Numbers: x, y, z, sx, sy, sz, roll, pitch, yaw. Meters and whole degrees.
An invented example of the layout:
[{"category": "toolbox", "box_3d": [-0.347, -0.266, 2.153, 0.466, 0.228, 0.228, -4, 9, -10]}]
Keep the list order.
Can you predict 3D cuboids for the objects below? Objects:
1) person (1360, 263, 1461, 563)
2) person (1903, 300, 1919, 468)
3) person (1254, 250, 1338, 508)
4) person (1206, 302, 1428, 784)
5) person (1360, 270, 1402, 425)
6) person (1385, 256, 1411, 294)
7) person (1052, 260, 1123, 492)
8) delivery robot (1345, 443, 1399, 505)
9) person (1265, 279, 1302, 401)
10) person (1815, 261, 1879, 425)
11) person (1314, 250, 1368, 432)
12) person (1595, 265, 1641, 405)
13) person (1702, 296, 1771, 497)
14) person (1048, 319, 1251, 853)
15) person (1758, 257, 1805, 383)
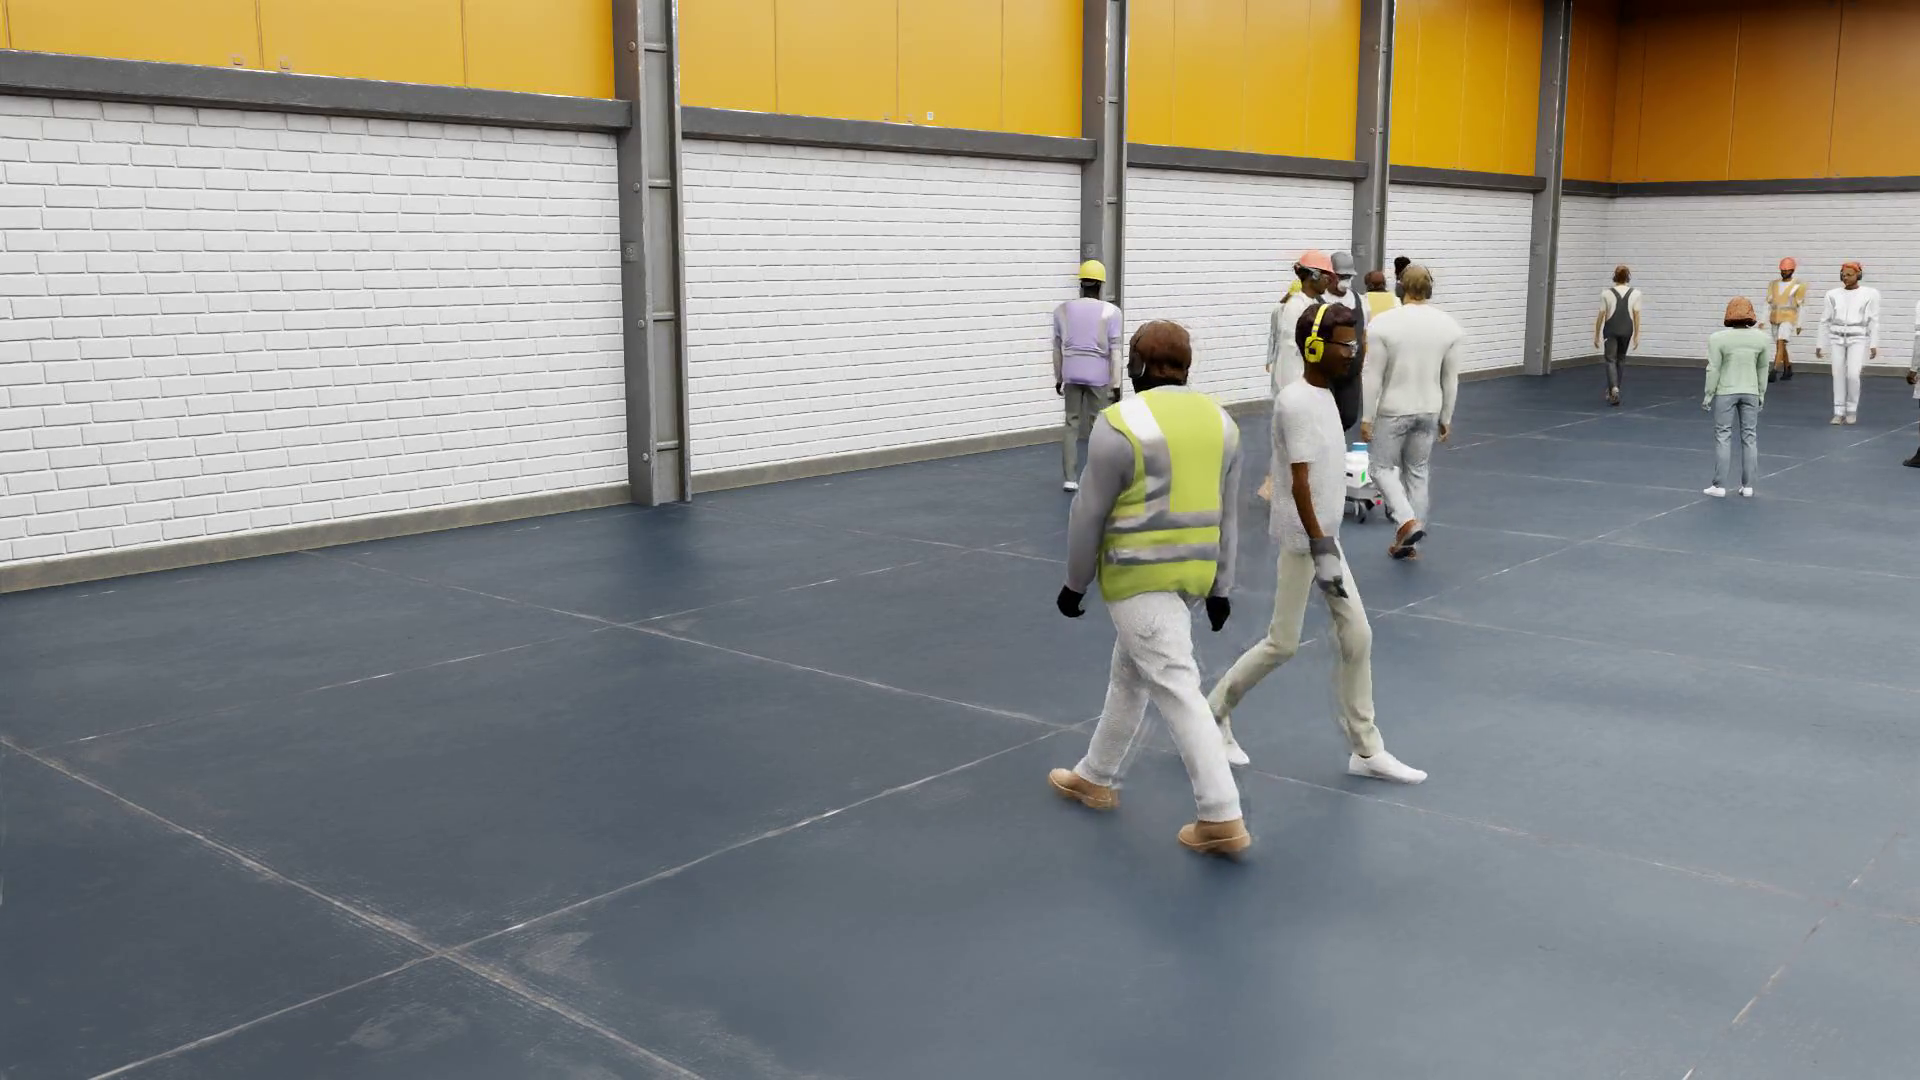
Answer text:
[{"category": "person", "box_3d": [2.872, -0.789, 10.587, 0.647, 1.927, 0.508, -2, 10, -11]}, {"category": "person", "box_3d": [8.989, -1.620, 15.301, 0.551, 1.935, 0.375, -1, 10, -3]}, {"category": "person", "box_3d": [2.590, -1.194, 12.686, 0.540, 2.008, 0.656, 3, 10, 16]}, {"category": "person", "box_3d": [1.311, 0.009, 6.341, 0.902, 1.828, 0.529, 6, 12, 32]}, {"category": "person", "box_3d": [4.557, -2.043, 18.184, 0.634, 1.790, 0.972, -1, 10, -7]}, {"category": "person", "box_3d": [5.680, -2.678, 21.392, 0.611, 1.911, 1.013, 7, 12, 33]}, {"category": "person", "box_3d": [1.044, -1.346, 13.778, 0.618, 1.921, 0.393, 3, 10, 17]}, {"category": "delivery robot", "box_3d": [3.002, -0.491, 12.535, 0.477, 0.478, 0.707, -3, 10, -16]}, {"category": "person", "box_3d": [3.492, -1.877, 17.414, 0.522, 1.700, 0.672, 6, 12, 31]}, {"category": "person", "box_3d": [10.113, -2.238, 18.998, 0.621, 1.872, 0.472, 10, 14, 44]}, {"category": "person", "box_3d": [3.208, -1.523, 14.452, 0.682, 2.000, 0.725, -3, 10, -14]}, {"category": "person", "box_3d": [8.554, -2.664, 21.609, 0.516, 1.819, 0.875, 2, 10, 10]}, {"category": "person", "box_3d": [6.315, -1.162, 13.557, 0.501, 1.631, 0.285, 1, 10, 3]}, {"category": "person", "box_3d": [0.685, 0.143, 5.717, 0.608, 1.787, 0.980, -9, 14, -42]}, {"category": "person", "box_3d": [12.542, -3.350, 25.307, 1.003, 1.895, 0.548, -7, 12, -33]}]
